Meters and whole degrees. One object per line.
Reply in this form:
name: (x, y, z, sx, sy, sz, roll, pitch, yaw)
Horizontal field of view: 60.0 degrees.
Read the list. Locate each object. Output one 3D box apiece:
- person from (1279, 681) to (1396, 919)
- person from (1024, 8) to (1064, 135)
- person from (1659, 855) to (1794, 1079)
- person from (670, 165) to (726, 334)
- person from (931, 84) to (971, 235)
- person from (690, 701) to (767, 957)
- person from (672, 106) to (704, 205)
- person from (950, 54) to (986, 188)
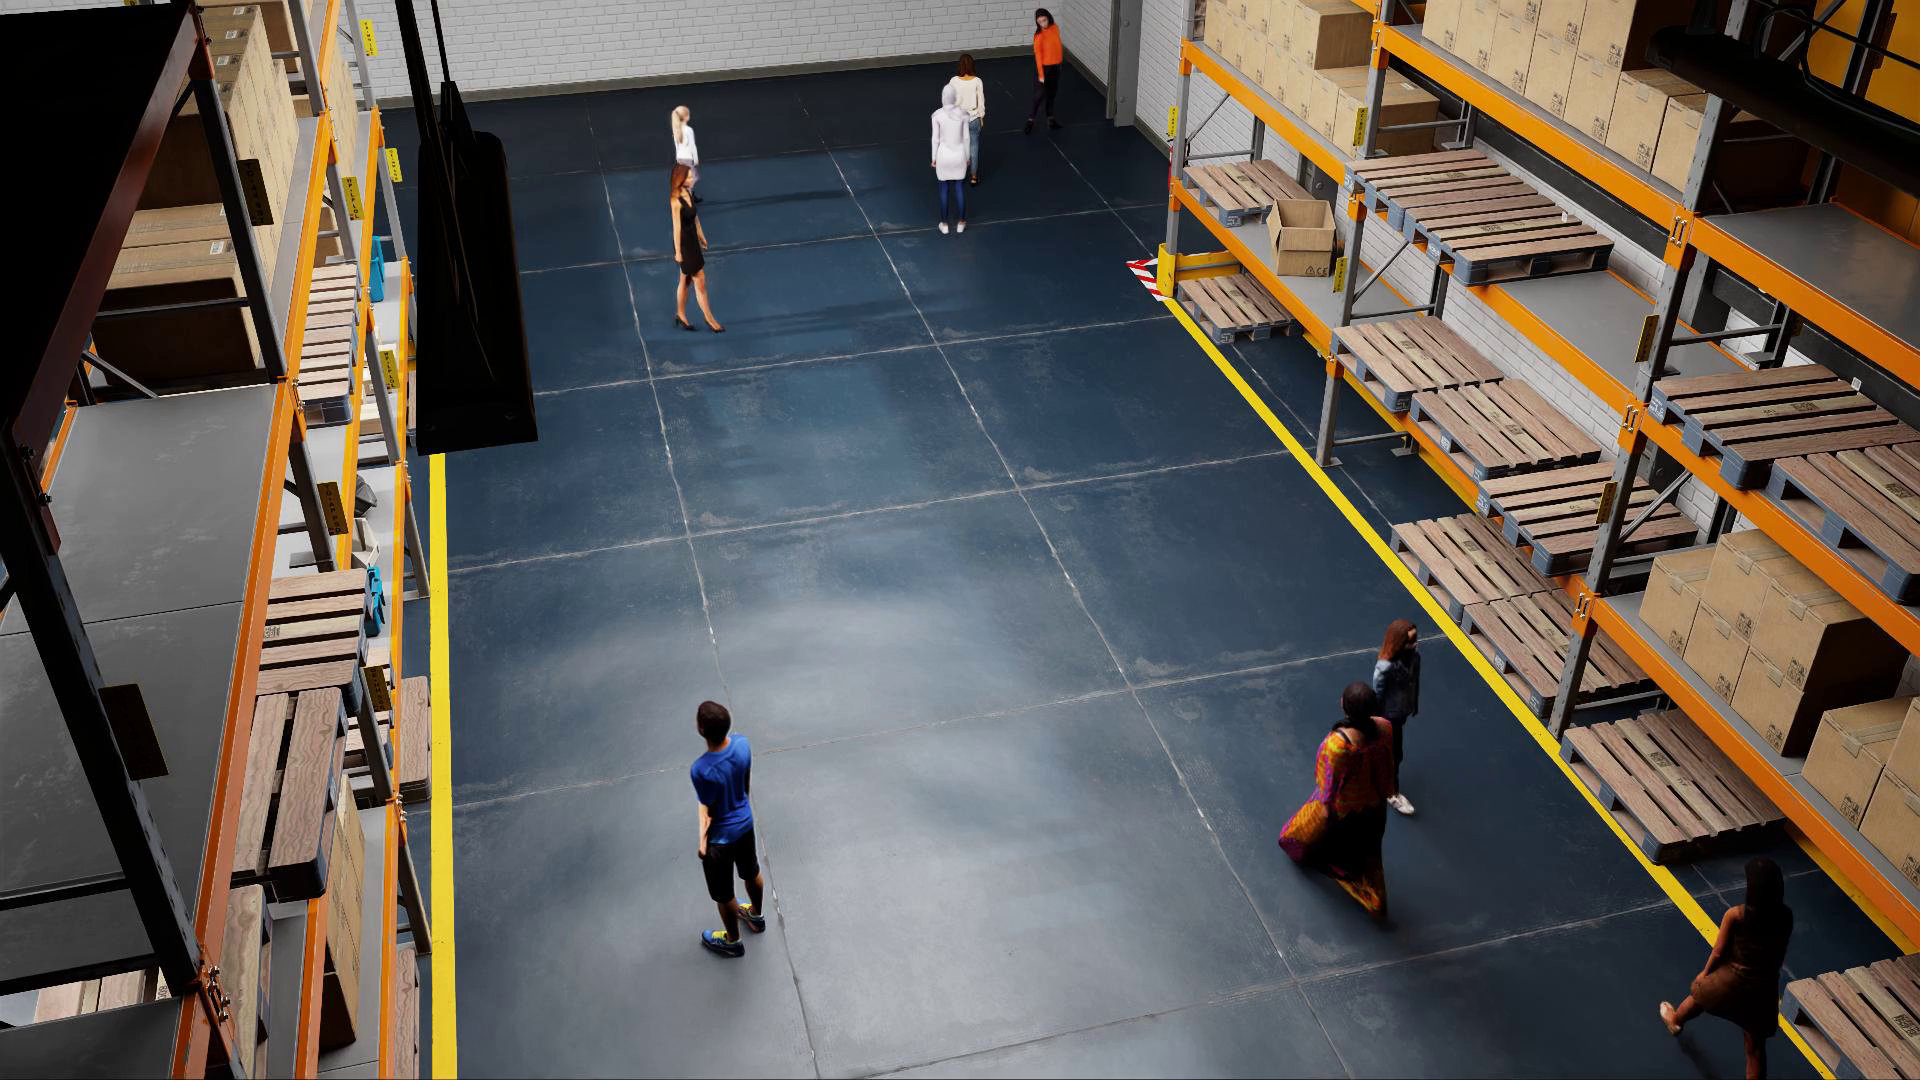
person: (2.498, 1.621, 10.517, 0.812, 1.650, 1.237, -15, 36, -21)
person: (1.201, -6.355, 22.456, 0.854, 1.716, 0.862, 16, 37, 22)
person: (4.314, 2.545, 9.158, 0.725, 1.614, 1.138, 0, 34, 0)
person: (-2.929, -3.026, 17.351, 0.858, 1.823, 0.857, 6, 34, 9)
person: (-0.107, -4.485, 19.588, 0.650, 1.775, 0.595, -3, 34, -4)
person: (-1.416, 1.750, 10.125, 0.748, 1.868, 0.700, 20, 39, 27)
person: (-3.377, -4.645, 20.290, 0.750, 1.267, 0.751, 29, 43, 36)
person: (0.071, -5.256, 20.834, 0.686, 1.682, 0.649, 3, 34, 4)
